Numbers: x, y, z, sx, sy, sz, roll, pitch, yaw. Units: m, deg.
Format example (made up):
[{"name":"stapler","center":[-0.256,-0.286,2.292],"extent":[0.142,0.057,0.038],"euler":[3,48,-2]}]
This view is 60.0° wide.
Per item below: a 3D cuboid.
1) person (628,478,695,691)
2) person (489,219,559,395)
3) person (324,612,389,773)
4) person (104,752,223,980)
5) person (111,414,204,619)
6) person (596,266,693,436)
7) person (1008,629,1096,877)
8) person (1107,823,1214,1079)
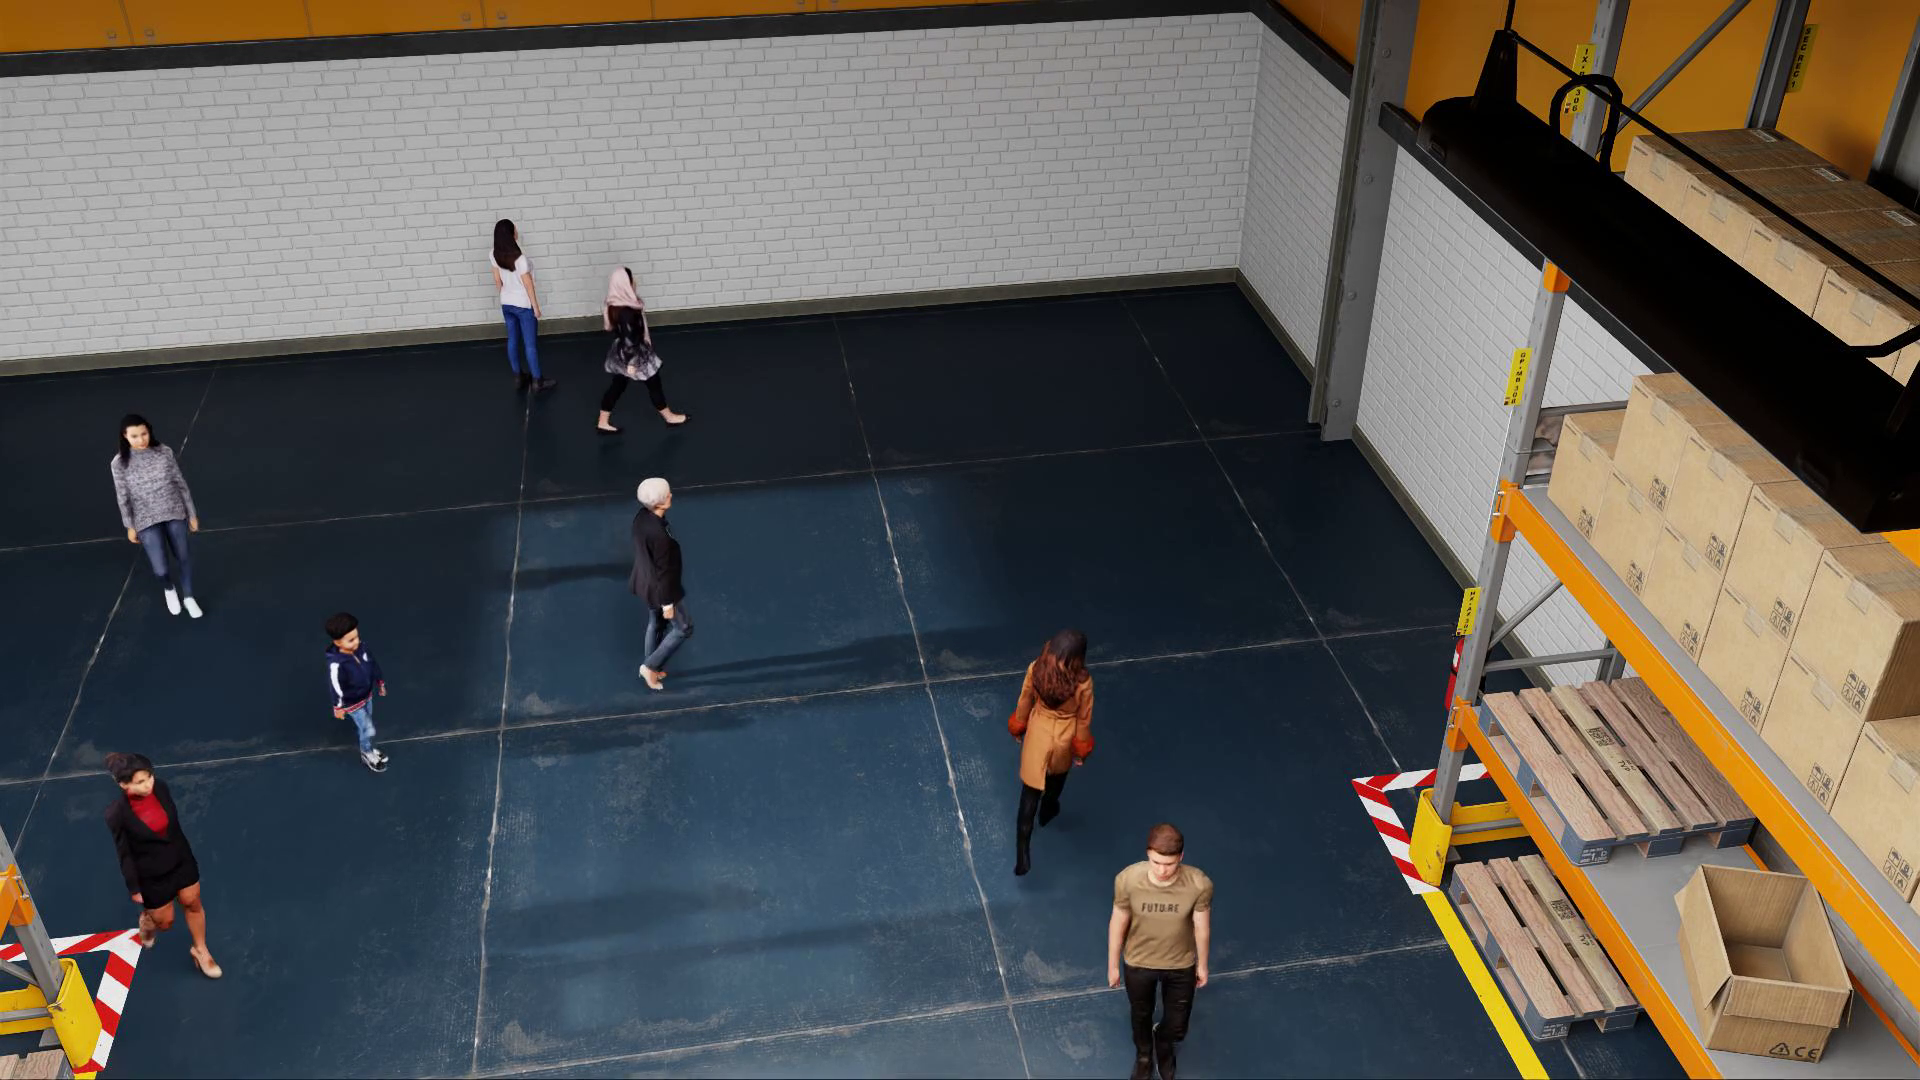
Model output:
[{"name":"person","center":[-2.224,0.358,11.580],"extent":[0.789,1.765,0.742],"euler":[-14,36,-20]},{"name":"person","center":[-4.047,-2.131,15.239],"extent":[0.678,1.685,0.720],"euler":[18,38,25]},{"name":"person","center":[-4.026,0.988,10.970],"extent":[0.684,1.216,0.590],"euler":[12,36,18]},{"name":"person","center":[-4.518,1.840,9.317],"extent":[0.867,1.626,0.816],"euler":[19,38,26]},{"name":"person","center":[-5.940,-0.204,12.303],"extent":[0.749,1.725,0.767],"euler":[-23,40,-31]},{"name":"person","center":[-2.962,-1.598,14.524],"extent":[0.850,1.589,1.085],"euler":[-12,35,-17]},{"name":"person","center":[0.553,1.290,10.093],"extent":[1.024,1.684,1.221],"euler":[7,34,11]},{"name":"person","center":[1.050,2.130,8.688],"extent":[0.787,1.841,0.790],"euler":[5,34,8]}]
